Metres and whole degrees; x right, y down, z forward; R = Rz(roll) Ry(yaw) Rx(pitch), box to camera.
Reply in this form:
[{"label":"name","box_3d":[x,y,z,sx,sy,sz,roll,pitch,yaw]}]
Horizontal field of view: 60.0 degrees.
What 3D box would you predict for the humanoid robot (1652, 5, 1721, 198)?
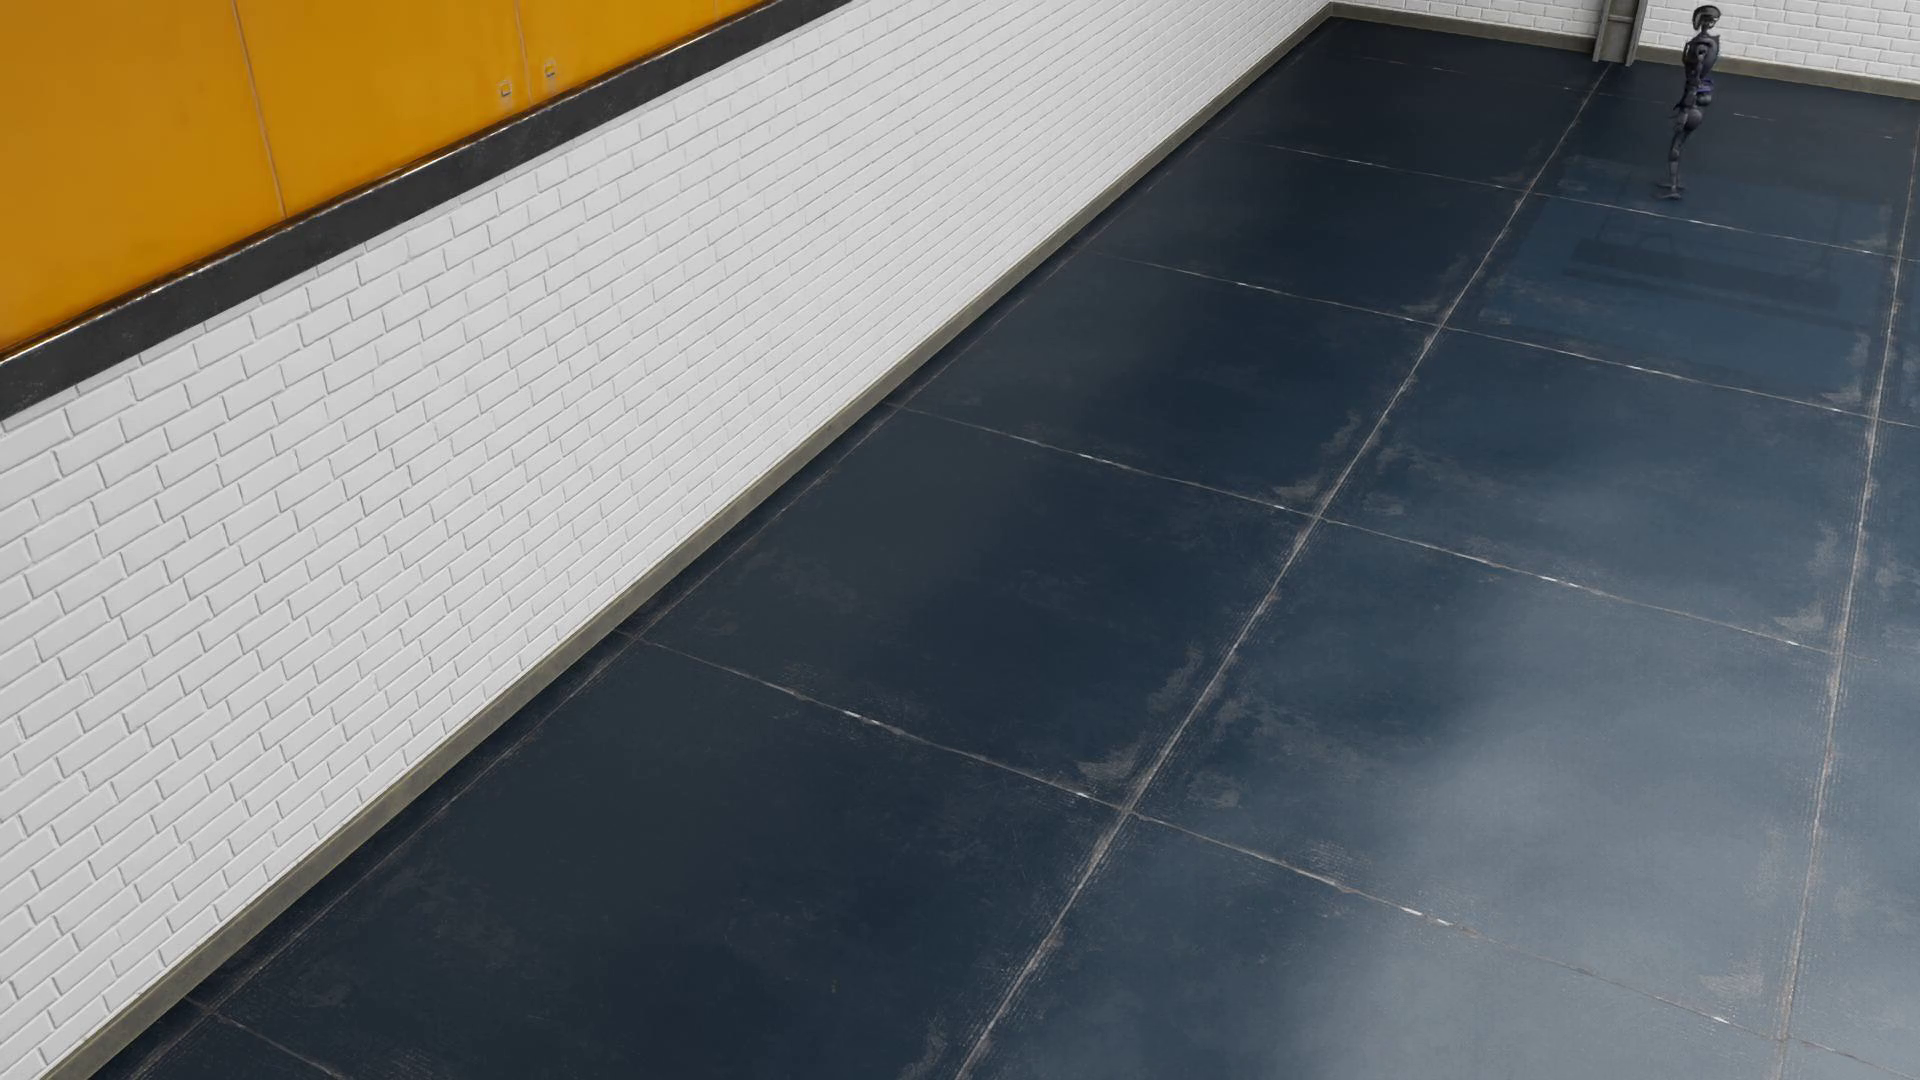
[{"label":"humanoid robot","box_3d":[6.279,-3.758,14.302,0.318,1.644,0.591,12,36,17]}]
